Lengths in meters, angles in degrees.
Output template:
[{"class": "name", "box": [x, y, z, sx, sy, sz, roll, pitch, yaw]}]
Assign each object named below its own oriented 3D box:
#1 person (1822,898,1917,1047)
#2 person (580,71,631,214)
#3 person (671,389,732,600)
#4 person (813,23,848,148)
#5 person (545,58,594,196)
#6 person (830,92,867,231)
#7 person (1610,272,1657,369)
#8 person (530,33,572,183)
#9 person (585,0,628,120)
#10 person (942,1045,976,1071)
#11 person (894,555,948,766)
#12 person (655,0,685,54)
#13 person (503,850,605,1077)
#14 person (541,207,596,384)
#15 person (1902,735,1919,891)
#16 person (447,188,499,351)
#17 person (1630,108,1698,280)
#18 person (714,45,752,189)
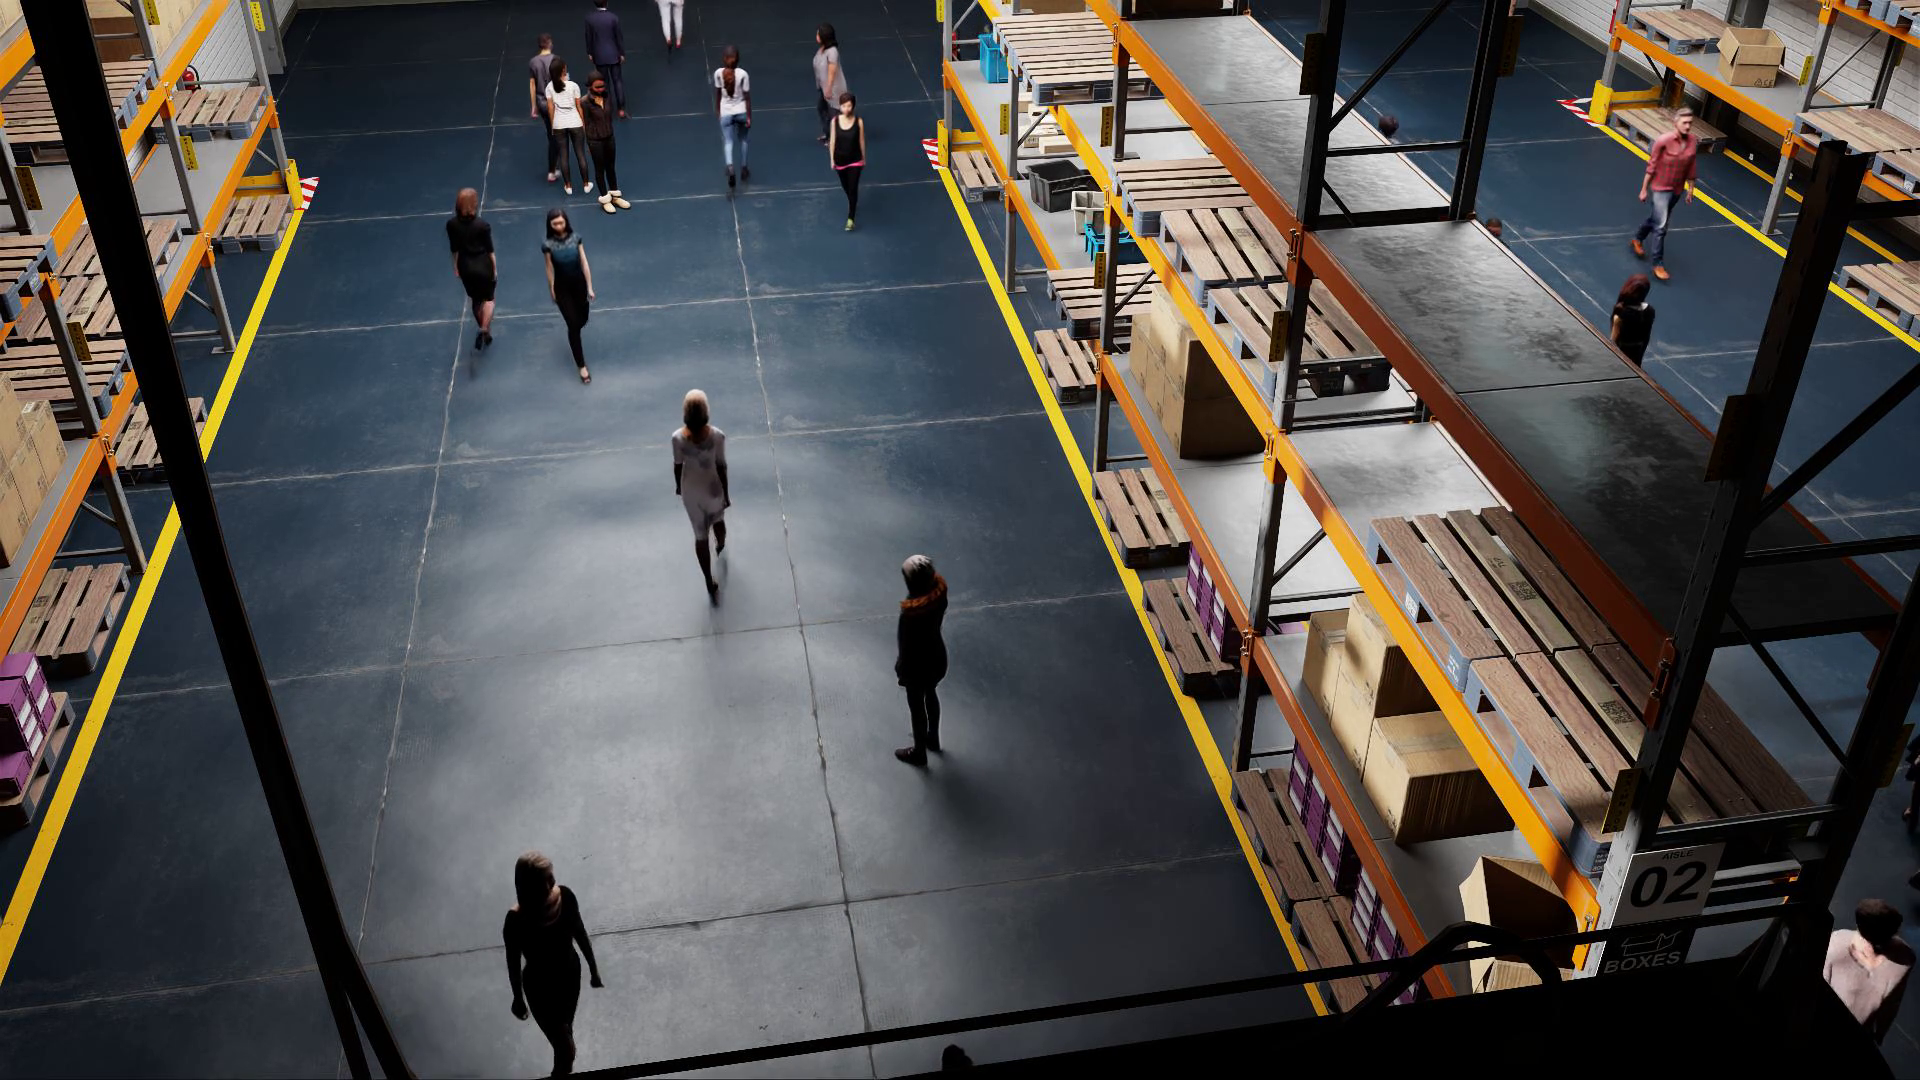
[{"class": "person", "box": [4.504, 2.460, 8.645, 0.779, 1.846, 0.793, 5, 34, 8]}, {"class": "person", "box": [-4.242, -4.721, 19.617, 0.705, 1.661, 0.765, -23, 40, -31]}, {"class": "person", "box": [-1.995, -0.313, 12.942, 0.611, 1.709, 1.030, -4, 34, -5]}, {"class": "person", "box": [-1.590, -5.861, 21.388, 0.720, 1.599, 0.584, -7, 34, -10]}, {"class": "person", "box": [-4.722, -4.979, 20.023, 0.565, 1.642, 0.514, -5, 34, -7]}, {"class": "person", "box": [-1.291, -4.453, 19.345, 0.768, 1.516, 1.103, 4, 34, 6]}, {"class": "person", "box": [5.832, -1.427, 14.559, 0.637, 1.774, 0.724, -8, 34, -12]}, {"class": "person", "box": [-5.038, -5.257, 20.375, 0.903, 1.713, 1.202, 5, 34, 8]}, {"class": "person", "box": [-4.685, -6.416, 22.120, 0.688, 1.713, 0.813, -6, 34, -9]}, {"class": "person", "box": [-0.004, 3.023, 7.786, 0.757, 1.860, 0.698, -8, 34, -12]}, {"class": "person", "box": [-0.254, 0.809, 11.322, 0.787, 1.633, 0.702, 13, 36, 19]}, {"class": "person", "box": [-4.306, -7.994, 24.608, 0.637, 1.587, 0.956, -3, 34, -5]}, {"class": "person", "box": [-2.227, 2.324, 8.876, 0.814, 1.818, 0.761, 25, 41, 33]}, {"class": "person", "box": [-3.775, -2.428, 16.122, 0.771, 1.711, 1.102, -15, 37, -22]}, {"class": "person", "box": [6.181, 1.419, 10.346, 1.016, 1.698, 1.231, 13, 36, 19]}, {"class": "person", "box": [-4.787, -2.607, 16.415, 0.683, 1.686, 0.906, -1, 34, -1]}, {"class": "person", "box": [7.682, -3.854, 18.200, 0.722, 1.786, 1.188, -6, 34, -9]}, {"class": "person", "box": [-2.757, -5.100, 20.152, 0.680, 1.700, 1.017, 1, 34, 2]}]
